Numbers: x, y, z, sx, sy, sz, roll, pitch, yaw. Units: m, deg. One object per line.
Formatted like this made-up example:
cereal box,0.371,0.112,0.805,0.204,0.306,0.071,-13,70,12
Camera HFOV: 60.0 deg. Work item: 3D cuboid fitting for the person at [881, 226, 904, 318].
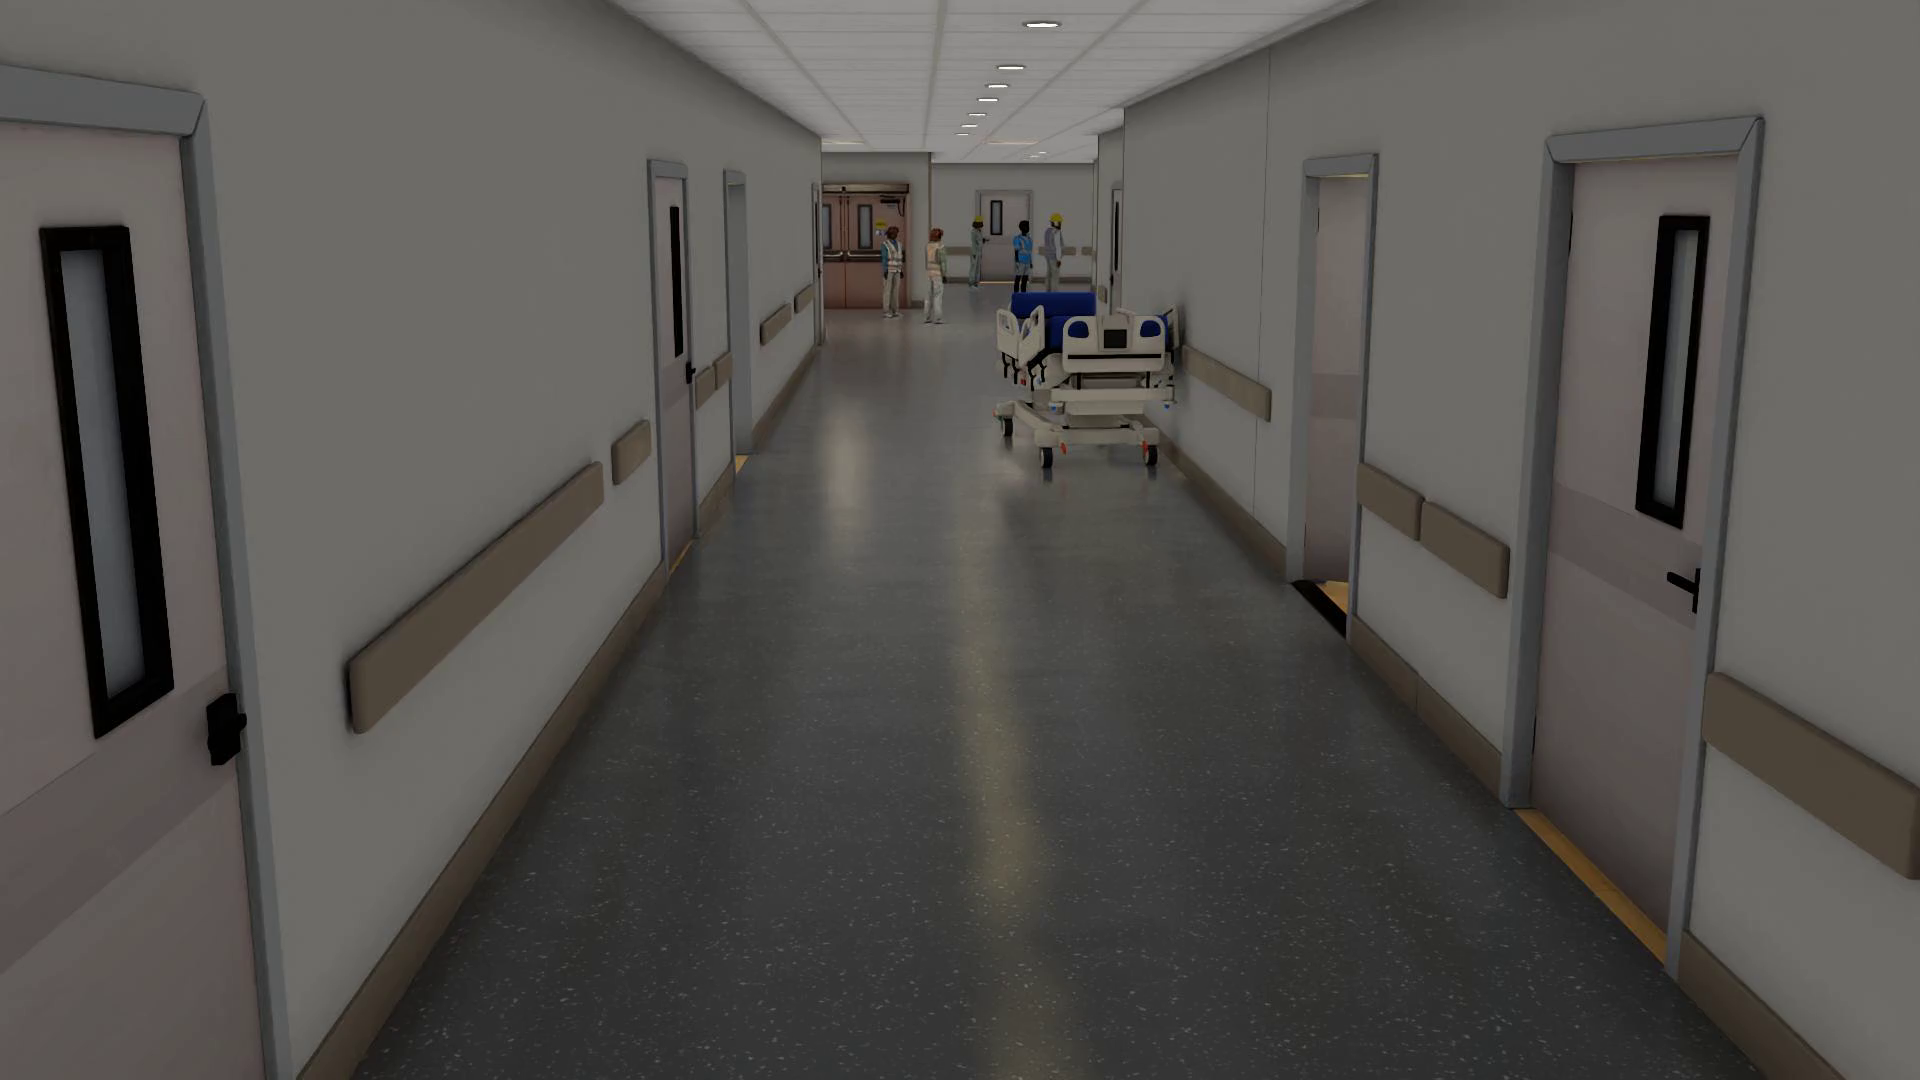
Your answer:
person,-1.222,-4.844,30.080,0.309,1.641,0.515,9,15,38

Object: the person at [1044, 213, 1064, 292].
person,1.975,-5.904,34.773,0.404,1.830,0.600,-5,12,-21

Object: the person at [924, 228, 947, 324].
person,-0.425,-4.530,28.585,0.318,1.630,0.514,-11,16,-42

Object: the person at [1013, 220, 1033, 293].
person,1.293,-5.669,33.960,0.322,1.697,0.535,10,16,41

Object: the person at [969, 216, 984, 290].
person,0.415,-6.795,39.362,0.340,1.735,0.483,4,12,20
